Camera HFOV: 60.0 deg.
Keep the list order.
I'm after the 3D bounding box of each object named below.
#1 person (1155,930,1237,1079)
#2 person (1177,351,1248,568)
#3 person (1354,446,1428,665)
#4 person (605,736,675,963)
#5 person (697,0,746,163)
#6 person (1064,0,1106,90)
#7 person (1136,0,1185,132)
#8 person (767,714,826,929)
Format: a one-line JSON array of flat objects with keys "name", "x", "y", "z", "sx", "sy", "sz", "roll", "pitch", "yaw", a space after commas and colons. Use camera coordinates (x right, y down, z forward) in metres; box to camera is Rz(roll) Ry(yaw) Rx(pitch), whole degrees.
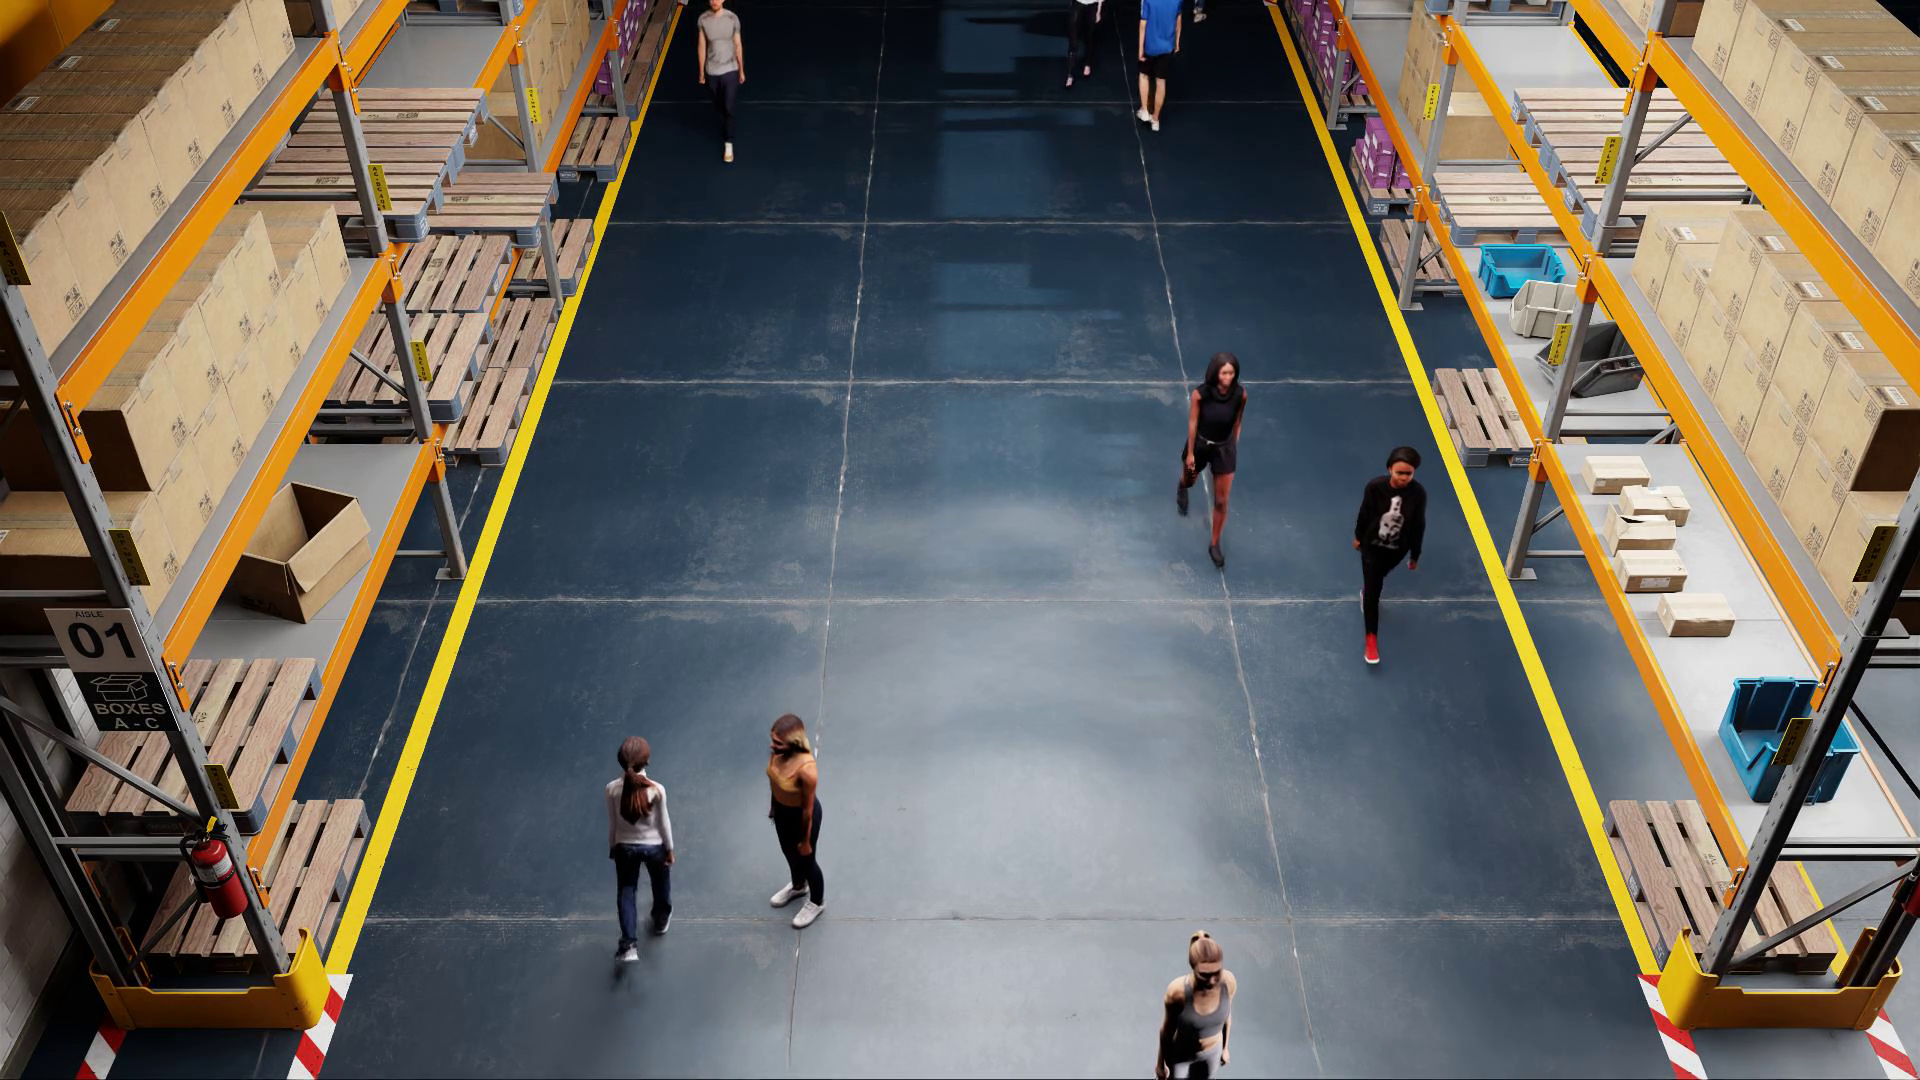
[{"name": "person", "x": 1.180, "y": 2.602, "z": 8.497, "sx": 0.618, "sy": 1.703, "sz": 0.613, "roll": -12, "pitch": 40, "yaw": -14}, {"name": "person", "x": 1.873, "y": -0.707, "z": 12.635, "sx": 0.629, "sy": 1.711, "sz": 1.143, "roll": -2, "pitch": 39, "yaw": -3}, {"name": "person", "x": 3.022, "y": -0.016, "z": 11.833, "sx": 0.697, "sy": 1.631, "sz": 1.112, "roll": 4, "pitch": 39, "yaw": 5}, {"name": "person", "x": -1.859, "y": 1.820, "z": 9.613, "sx": 0.553, "sy": 1.532, "sz": 0.828, "roll": -3, "pitch": 39, "yaw": -4}, {"name": "person", "x": -2.577, "y": -5.131, "z": 18.052, "sx": 0.665, "sy": 1.863, "sz": 1.148, "roll": 1, "pitch": 39, "yaw": 2}, {"name": "person", "x": 1.506, "y": -6.235, "z": 19.541, "sx": 0.750, "sy": 1.730, "sz": 1.040, "roll": 8, "pitch": 39, "yaw": 10}, {"name": "person", "x": 2.215, "y": -5.445, "z": 18.455, "sx": 0.684, "sy": 1.852, "sz": 0.680, "roll": -3, "pitch": 39, "yaw": -4}, {"name": "person", "x": -0.958, "y": 1.612, "z": 9.798, "sx": 0.721, "sy": 1.627, "sz": 0.641, "roll": -25, "pitch": 45, "yaw": -27}]
